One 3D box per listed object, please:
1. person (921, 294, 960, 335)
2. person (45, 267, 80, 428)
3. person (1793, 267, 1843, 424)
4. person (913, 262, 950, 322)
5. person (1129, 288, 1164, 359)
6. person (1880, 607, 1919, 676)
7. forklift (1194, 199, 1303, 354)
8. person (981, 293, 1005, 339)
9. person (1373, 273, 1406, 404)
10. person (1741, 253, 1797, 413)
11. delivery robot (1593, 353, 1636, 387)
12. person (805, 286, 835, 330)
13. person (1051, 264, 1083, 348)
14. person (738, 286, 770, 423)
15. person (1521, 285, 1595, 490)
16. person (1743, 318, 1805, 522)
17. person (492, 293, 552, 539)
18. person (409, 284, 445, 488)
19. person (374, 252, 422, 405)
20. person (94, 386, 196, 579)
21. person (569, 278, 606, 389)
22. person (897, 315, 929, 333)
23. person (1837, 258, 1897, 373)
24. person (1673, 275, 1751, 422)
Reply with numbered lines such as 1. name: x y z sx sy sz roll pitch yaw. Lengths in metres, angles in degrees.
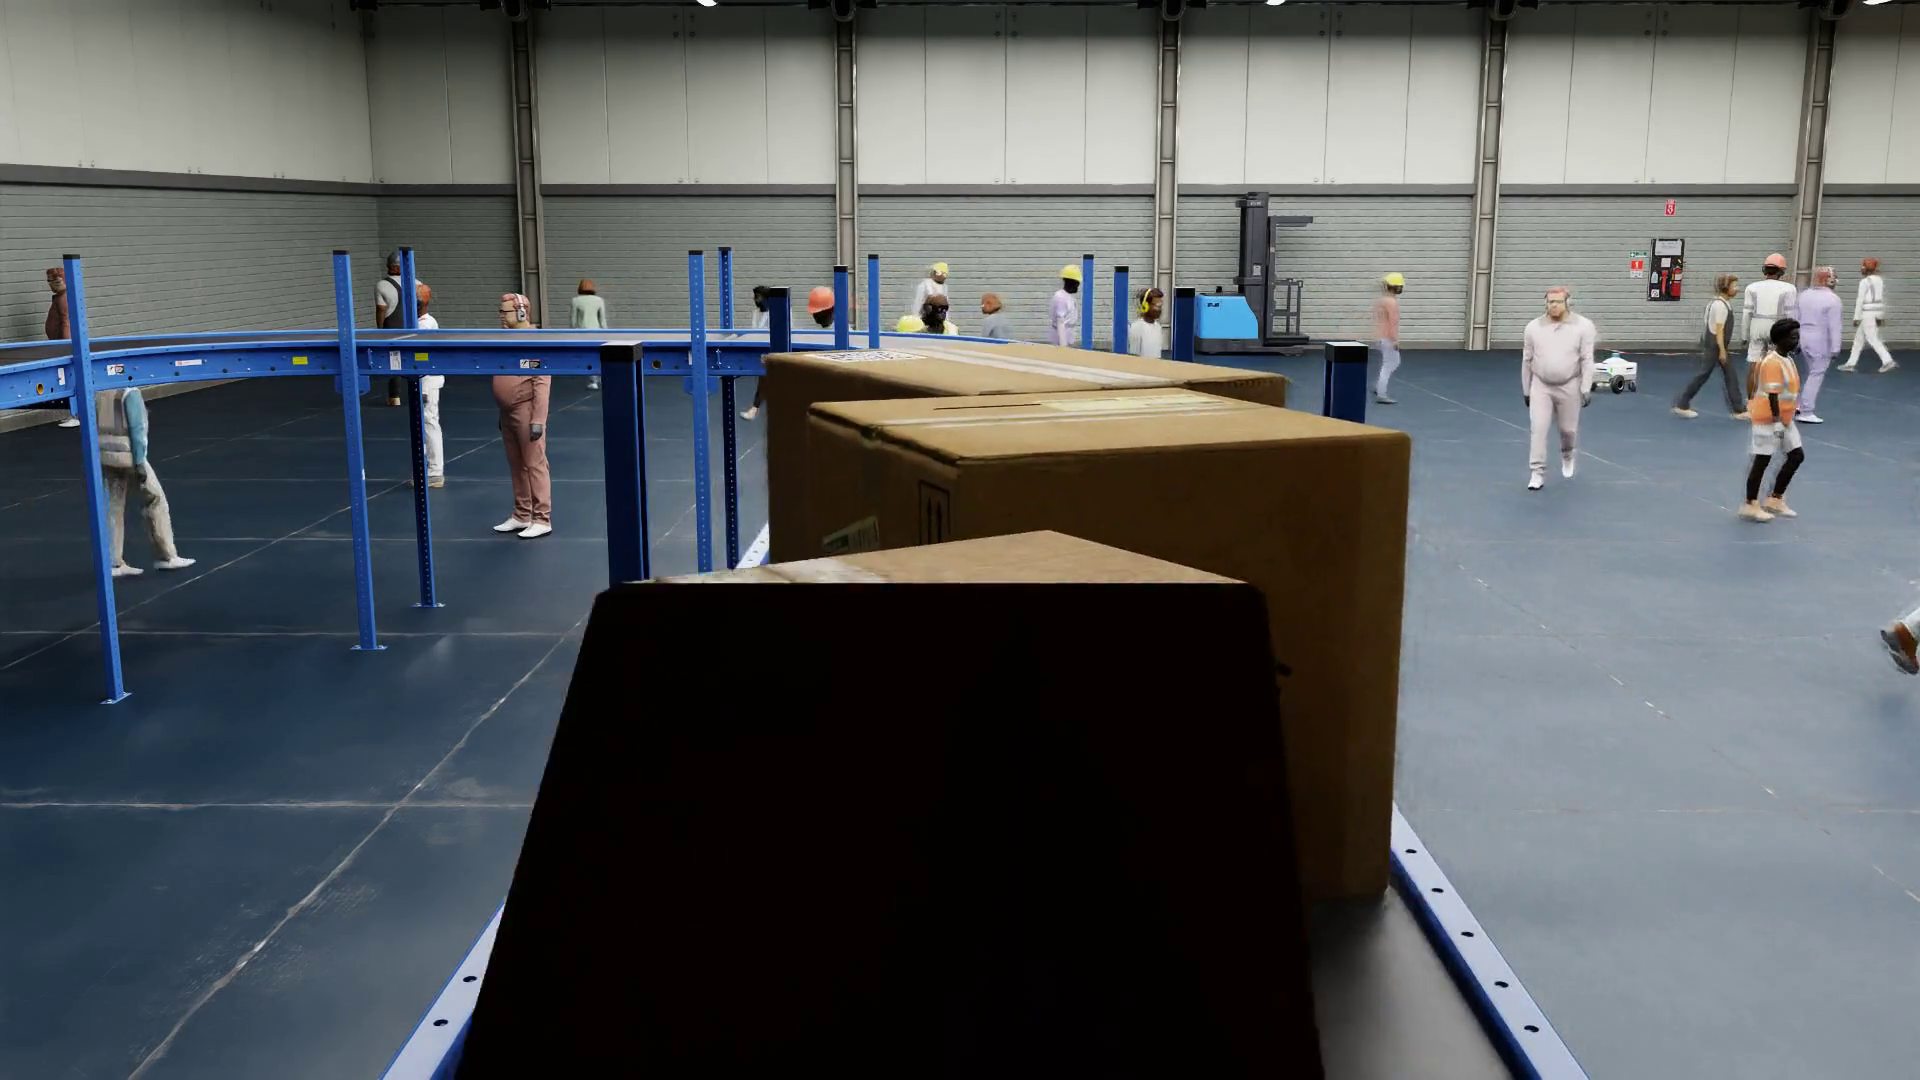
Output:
1. person: -0.308 -1.371 15.410 0.712 1.812 0.489 -5 12 -24
2. person: -10.724 -2.311 19.962 0.409 1.903 0.639 -5 12 -22
3. person: 10.502 -2.372 20.288 0.519 1.893 0.674 -2 11 -12
4. person: -0.477 -3.507 26.418 0.716 1.782 0.450 -9 14 -38
5. person: 1.769 -1.415 15.503 0.416 1.854 0.513 7 13 30
6. person: 5.267 -0.116 8.612 0.623 1.926 0.631 2 11 11
7. forklift: 5.313 -4.851 30.603 1.873 2.768 1.129 0 11 1
8. person: 0.463 -2.205 20.210 0.849 1.595 0.507 3 11 15
9. person: 5.801 -2.707 22.361 0.379 1.750 0.559 0 11 3
10. person: 10.243 -2.599 21.083 0.615 2.038 0.395 9 14 37
11. delivery robot: 9.469 -2.460 24.063 0.707 0.478 0.477 -9 14 -38
12. person: -1.073 -1.292 14.719 0.615 1.904 0.593 -4 12 -20
13. person: 1.309 -2.522 21.070 0.523 1.937 0.628 4 12 19
14. person: -2.447 -2.248 20.233 0.852 1.655 0.553 -10 15 -43
15. person: 5.584 -1.443 15.566 0.650 1.878 0.811 5 12 24
16. person: 6.742 -0.972 13.657 0.540 1.681 0.508 -10 15 -42
17. person: -3.469 -0.980 13.111 0.407 1.908 0.641 -10 15 -42
18. person: -5.008 -1.439 15.533 0.371 1.879 0.610 -3 11 -15
19. person: -7.537 -2.825 22.351 0.678 2.000 0.537 -9 14 -38
20. person: -5.734 -0.556 11.645 0.540 1.614 0.674 7 13 33
21. person: -5.504 -3.040 24.486 0.501 1.600 0.735 -7 13 -33
22. person: -0.371 -0.879 13.006 0.596 1.738 0.535 -3 12 -17
23. person: 14.772 -3.629 26.910 0.589 1.847 0.950 -8 14 -35
24. person: 9.376 -2.370 20.549 0.995 1.797 0.521 8 13 34
